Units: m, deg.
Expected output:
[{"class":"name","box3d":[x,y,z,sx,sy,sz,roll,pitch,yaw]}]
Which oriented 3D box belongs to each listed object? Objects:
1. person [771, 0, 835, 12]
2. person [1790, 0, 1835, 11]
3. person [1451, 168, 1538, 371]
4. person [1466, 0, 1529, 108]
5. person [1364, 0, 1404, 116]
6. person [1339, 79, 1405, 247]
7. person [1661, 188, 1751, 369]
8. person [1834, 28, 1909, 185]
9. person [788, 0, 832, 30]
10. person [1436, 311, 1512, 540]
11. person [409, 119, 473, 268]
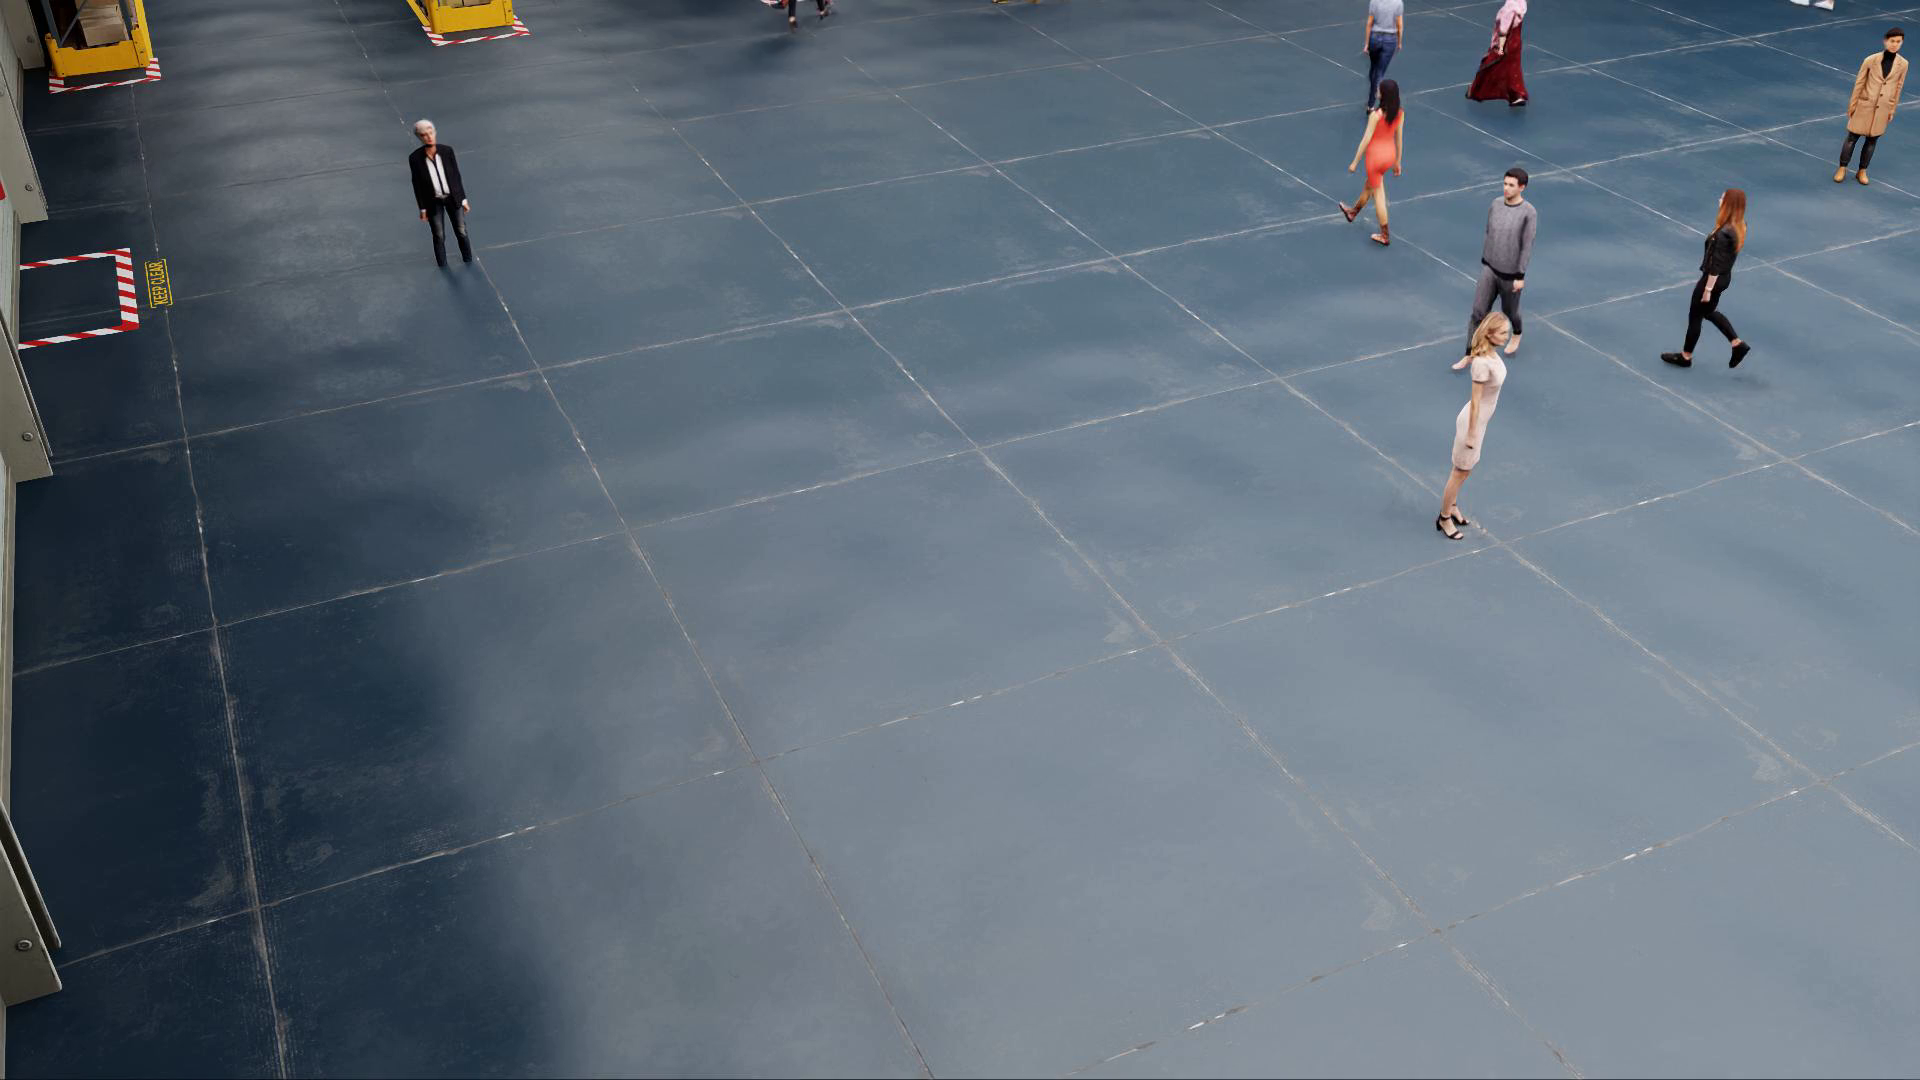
[{"class":"person","box3d":[-2.283,-8.636,24.362,1.082,1.802,1.207,1,33,1]},{"class":"person","box3d":[12.993,-8.731,24.548,0.773,1.758,0.922,-26,41,-34]},{"class":"person","box3d":[4.891,-2.417,14.785,0.965,1.818,1.147,-27,41,-35]},{"class":"person","box3d":[6.899,-6.161,20.742,0.805,1.601,1.110,-24,40,-32]},{"class":"person","box3d":[5.205,-6.101,20.584,1.099,1.671,1.069,16,36,23]},{"class":"person","box3d":[4.370,-3.840,17.100,0.702,1.679,1.107,-19,38,-27]},{"class":"person","box3d":[6.737,-2.255,14.646,1.022,1.698,0.829,26,41,34]},{"class":"person","box3d":[10.247,-4.879,18.657,0.760,1.725,0.816,10,34,15]},{"class":"person","box3d":[-2.272,-8.117,23.672,1.134,1.684,1.042,22,39,30]},{"class":"person","box3d":[3.818,-0.866,12.390,0.688,1.829,0.653,16,36,23]},{"class":"person","box3d":[-5.161,-3.400,16.751,0.736,1.777,0.575,-12,35,-18]}]
